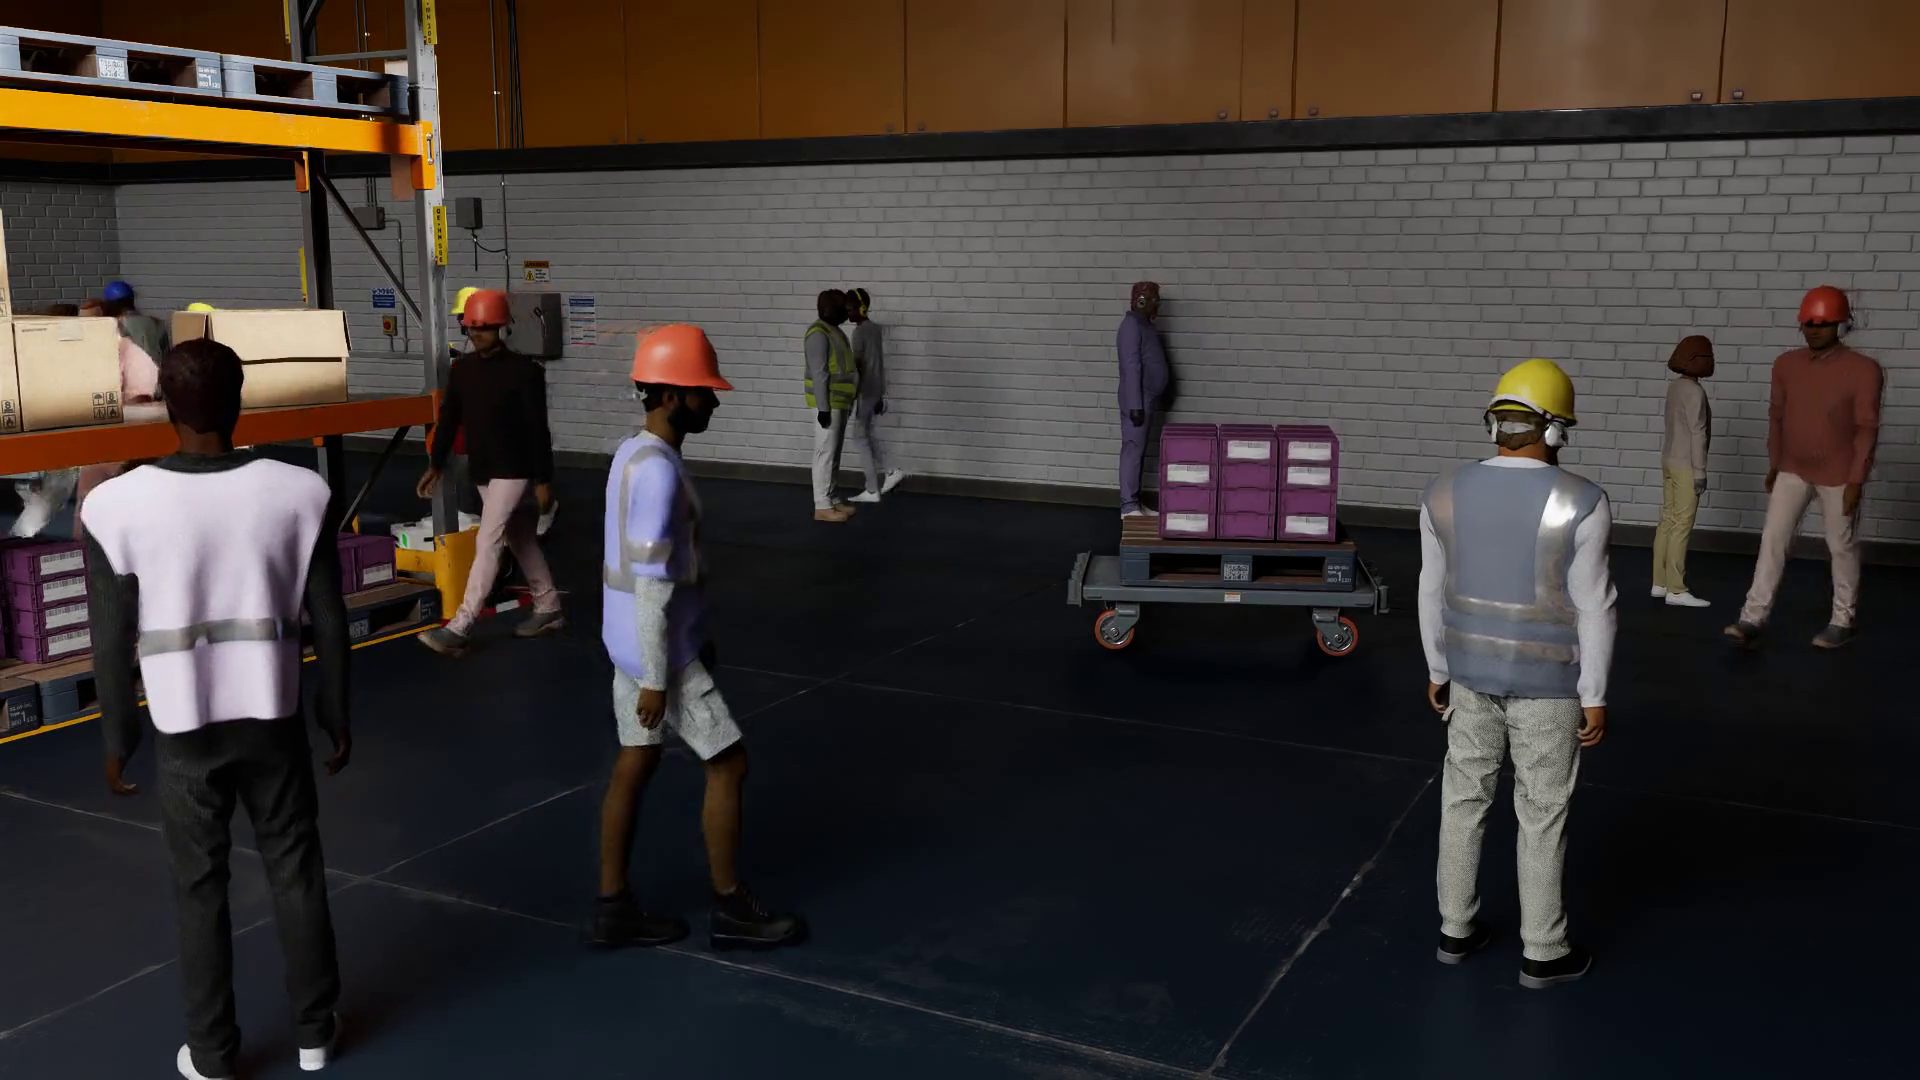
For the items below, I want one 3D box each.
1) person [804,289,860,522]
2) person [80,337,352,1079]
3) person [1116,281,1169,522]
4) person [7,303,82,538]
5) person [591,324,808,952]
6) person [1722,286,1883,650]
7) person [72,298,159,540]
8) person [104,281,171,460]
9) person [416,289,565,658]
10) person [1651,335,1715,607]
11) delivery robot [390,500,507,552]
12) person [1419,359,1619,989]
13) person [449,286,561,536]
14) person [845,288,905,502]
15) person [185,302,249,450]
[{"bbox_3d":[-1.018,-1.077,13.288,0.429,1.841,0.636,2,10,9],"label":"person"},{"bbox_3d":[-1.847,0.453,4.215,0.596,1.915,0.374,-6,11,-29],"label":"person"},{"bbox_3d":[1.446,-1.092,13.192,0.407,1.908,0.639,2,10,13],"label":"person"},{"bbox_3d":[-5.961,-0.664,11.005,0.886,1.806,0.633,-4,11,-22],"label":"person"},{"bbox_3d":[-0.796,0.309,5.045,0.781,1.905,0.567,-3,10,-19],"label":"person"},{"bbox_3d":[4.488,-0.353,8.792,0.976,1.942,0.673,-7,12,-34],"label":"person"},{"bbox_3d":[-5.032,-0.498,9.893,0.655,1.855,0.991,5,11,27],"label":"person"},{"bbox_3d":[-7.267,-1.348,14.752,1.002,1.875,0.648,5,11,26],"label":"person"},{"bbox_3d":[-2.518,-0.366,8.915,0.623,1.931,1.075,7,12,35],"label":"person"},{"bbox_3d":[4.405,-0.421,10.089,0.285,1.633,0.500,1,10,4],"label":"person"},{"bbox_3d":[-3.237,-0.014,10.581,0.707,0.478,0.477,-6,11,-31],"label":"delivery robot"},{"bbox_3d":[1.630,0.388,4.861,0.588,1.823,0.403,9,14,44],"label":"person"},{"bbox_3d":[-3.428,-0.921,12.255,0.856,1.892,0.588,-8,13,-40],"label":"person"},{"bbox_3d":[-0.794,-1.209,14.074,0.440,1.842,0.533,3,10,14],"label":"person"},{"bbox_3d":[-5.048,-0.679,11.112,0.592,1.788,0.875,5,11,27],"label":"person"}]
